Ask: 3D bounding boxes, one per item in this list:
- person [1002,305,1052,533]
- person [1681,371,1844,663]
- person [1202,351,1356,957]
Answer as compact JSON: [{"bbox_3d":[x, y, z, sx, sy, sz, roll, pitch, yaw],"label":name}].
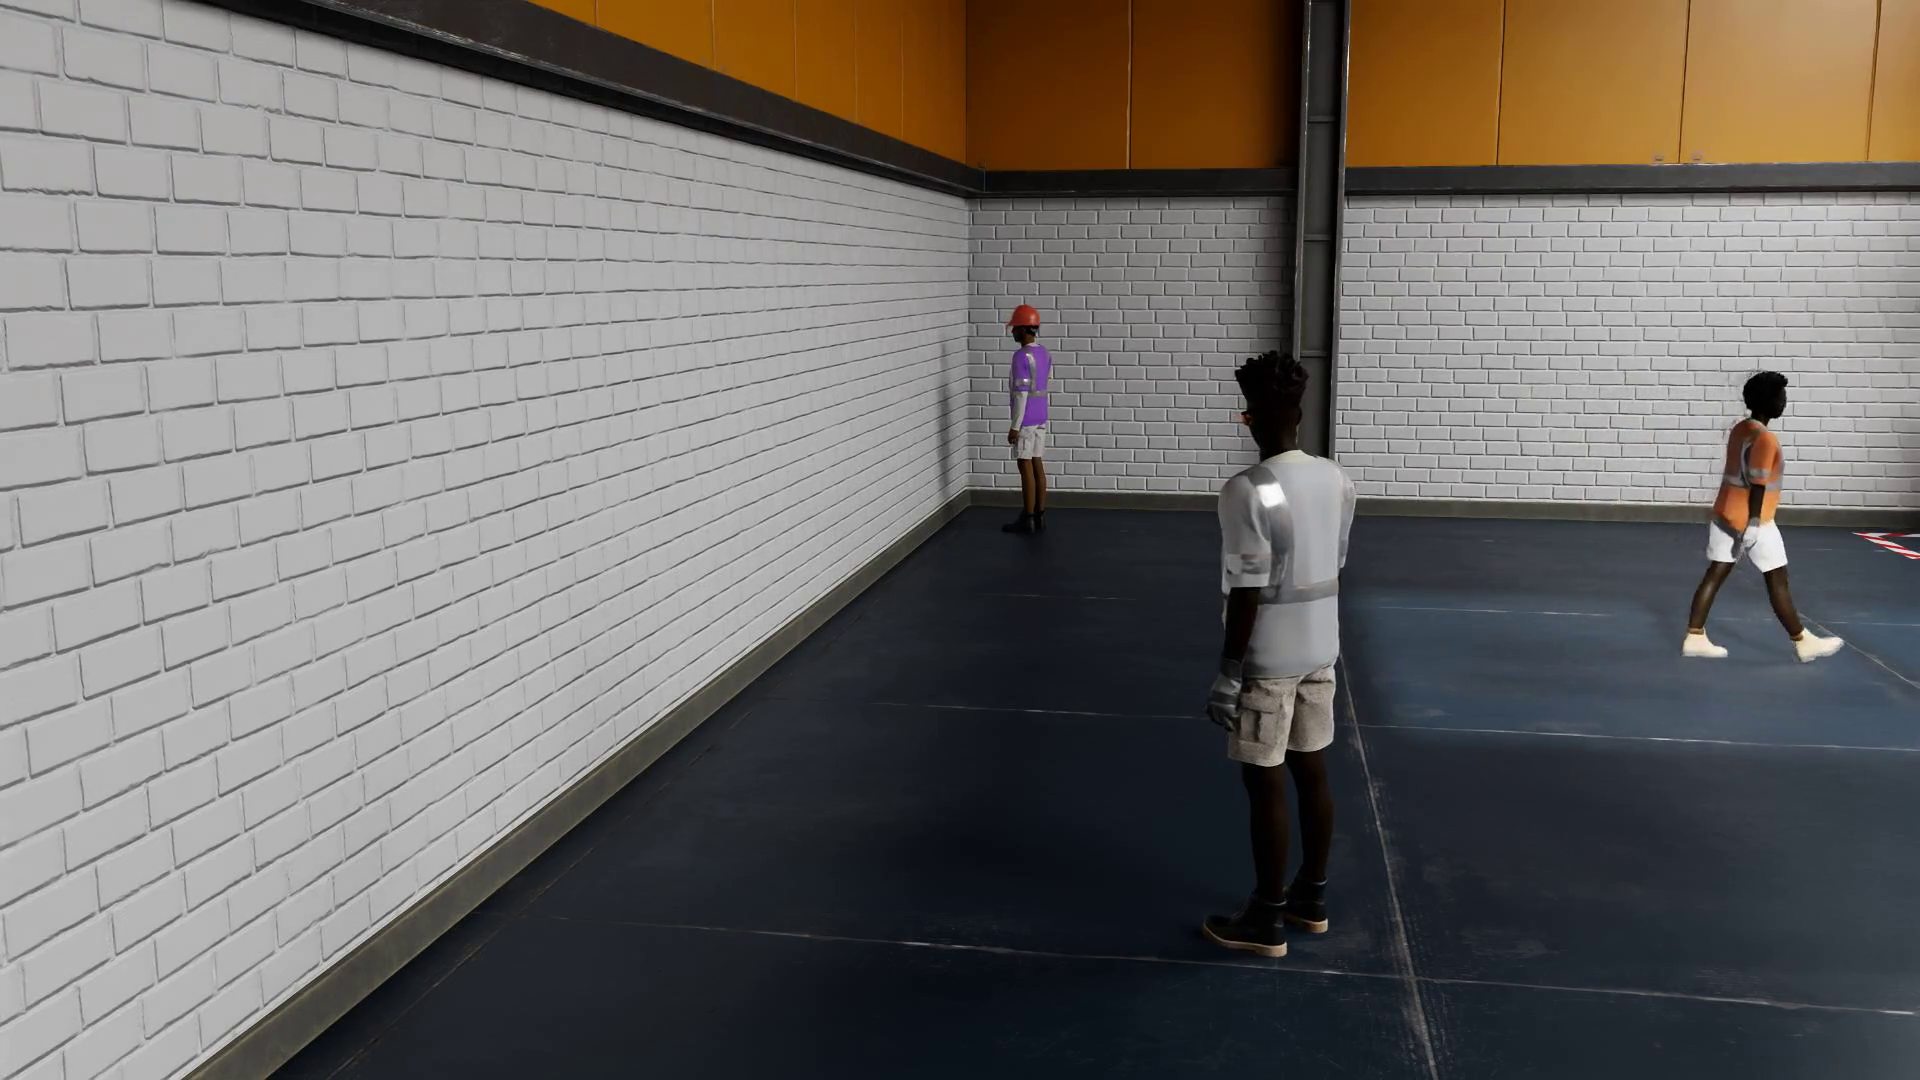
[{"bbox_3d":[0.562,-1.027,14.166,0.352,1.941,0.543,5,10,26],"label":"person"},{"bbox_3d":[4.569,-0.120,9.423,0.848,1.656,0.538,1,9,4],"label":"person"},{"bbox_3d":[1.031,0.371,5.423,0.607,1.963,0.373,-8,12,-42],"label":"person"}]
